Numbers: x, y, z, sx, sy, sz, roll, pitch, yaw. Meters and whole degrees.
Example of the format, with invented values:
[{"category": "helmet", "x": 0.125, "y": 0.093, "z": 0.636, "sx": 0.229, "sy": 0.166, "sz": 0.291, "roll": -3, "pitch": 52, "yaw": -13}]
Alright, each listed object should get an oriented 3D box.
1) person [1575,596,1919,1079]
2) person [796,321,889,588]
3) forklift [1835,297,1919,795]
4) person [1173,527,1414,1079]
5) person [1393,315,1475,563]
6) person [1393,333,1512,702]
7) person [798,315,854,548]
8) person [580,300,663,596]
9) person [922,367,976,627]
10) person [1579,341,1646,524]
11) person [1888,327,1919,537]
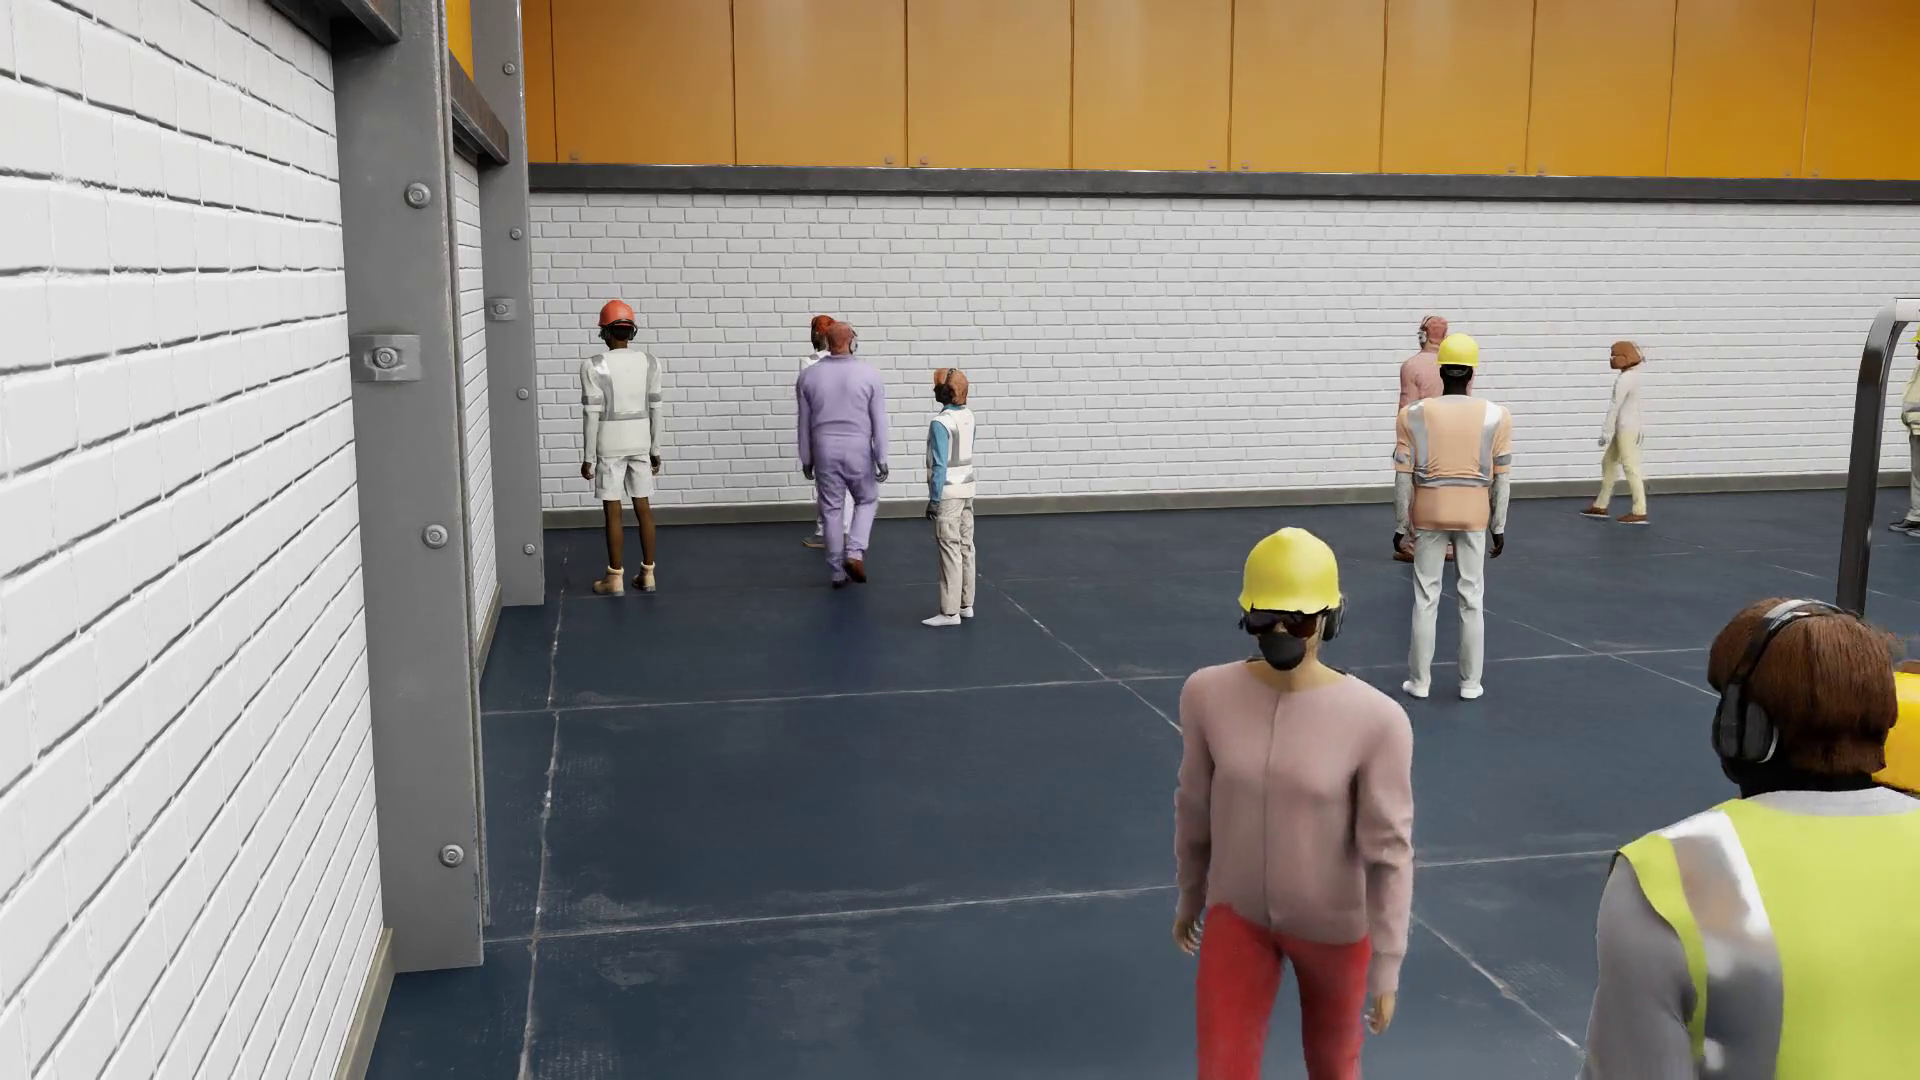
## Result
[{"category": "person", "x": 1.116, "y": 0.975, "z": 2.384, "sx": 0.642, "sy": 1.826, "sz": 0.550, "roll": -1, "pitch": 9, "yaw": -8}, {"category": "person", "x": -0.820, "y": -0.599, "z": 11.762, "sx": 0.674, "sy": 1.891, "sz": 0.431, "roll": 1, "pitch": 9, "yaw": 9}, {"category": "forklift", "x": 3.542, "y": 0.334, "z": 5.177, "sx": 2.313, "sy": 2.155, "sz": 1.214, "roll": -9, "pitch": 13, "yaw": -43}, {"category": "person", "x": 0.689, "y": 0.828, "z": 3.555, "sx": 0.548, "sy": 1.722, "sz": 0.885, "roll": 5, "pitch": 10, "yaw": 26}, {"category": "person", "x": 3.604, "y": -0.768, "z": 12.774, "sx": 0.651, "sy": 1.904, "sz": 0.403, "roll": -3, "pitch": 10, "yaw": -20}, {"category": "person", "x": 2.557, "y": -0.110, "z": 8.694, "sx": 0.588, "sy": 1.927, "sz": 0.371, "roll": 2, "pitch": 9, "yaw": 10}, {"category": "person", "x": -1.083, "y": -0.874, "z": 13.489, "sx": 0.362, "sy": 1.882, "sz": 0.575, "roll": 8, "pitch": 12, "yaw": 41}, {"category": "person", "x": -2.352, "y": -0.633, "z": 11.531, "sx": 0.613, "sy": 2.043, "sz": 0.374, "roll": -8, "pitch": 12, "yaw": -39}, {"category": "person", "x": -0.054, "y": -0.271, "z": 10.536, "sx": 0.307, "sy": 1.645, "sz": 0.514, "roll": 4, "pitch": 10, "yaw": 23}, {"category": "person", "x": 5.817, "y": -0.957, "z": 14.803, "sx": 0.721, "sy": 1.603, "sz": 0.519, "roll": 6, "pitch": 11, "yaw": 33}, {"category": "person", "x": 8.179, "y": -0.941, "z": 14.058, "sx": 0.404, "sy": 1.829, "sz": 0.591, "roll": 1, "pitch": 9, "yaw": 8}]
